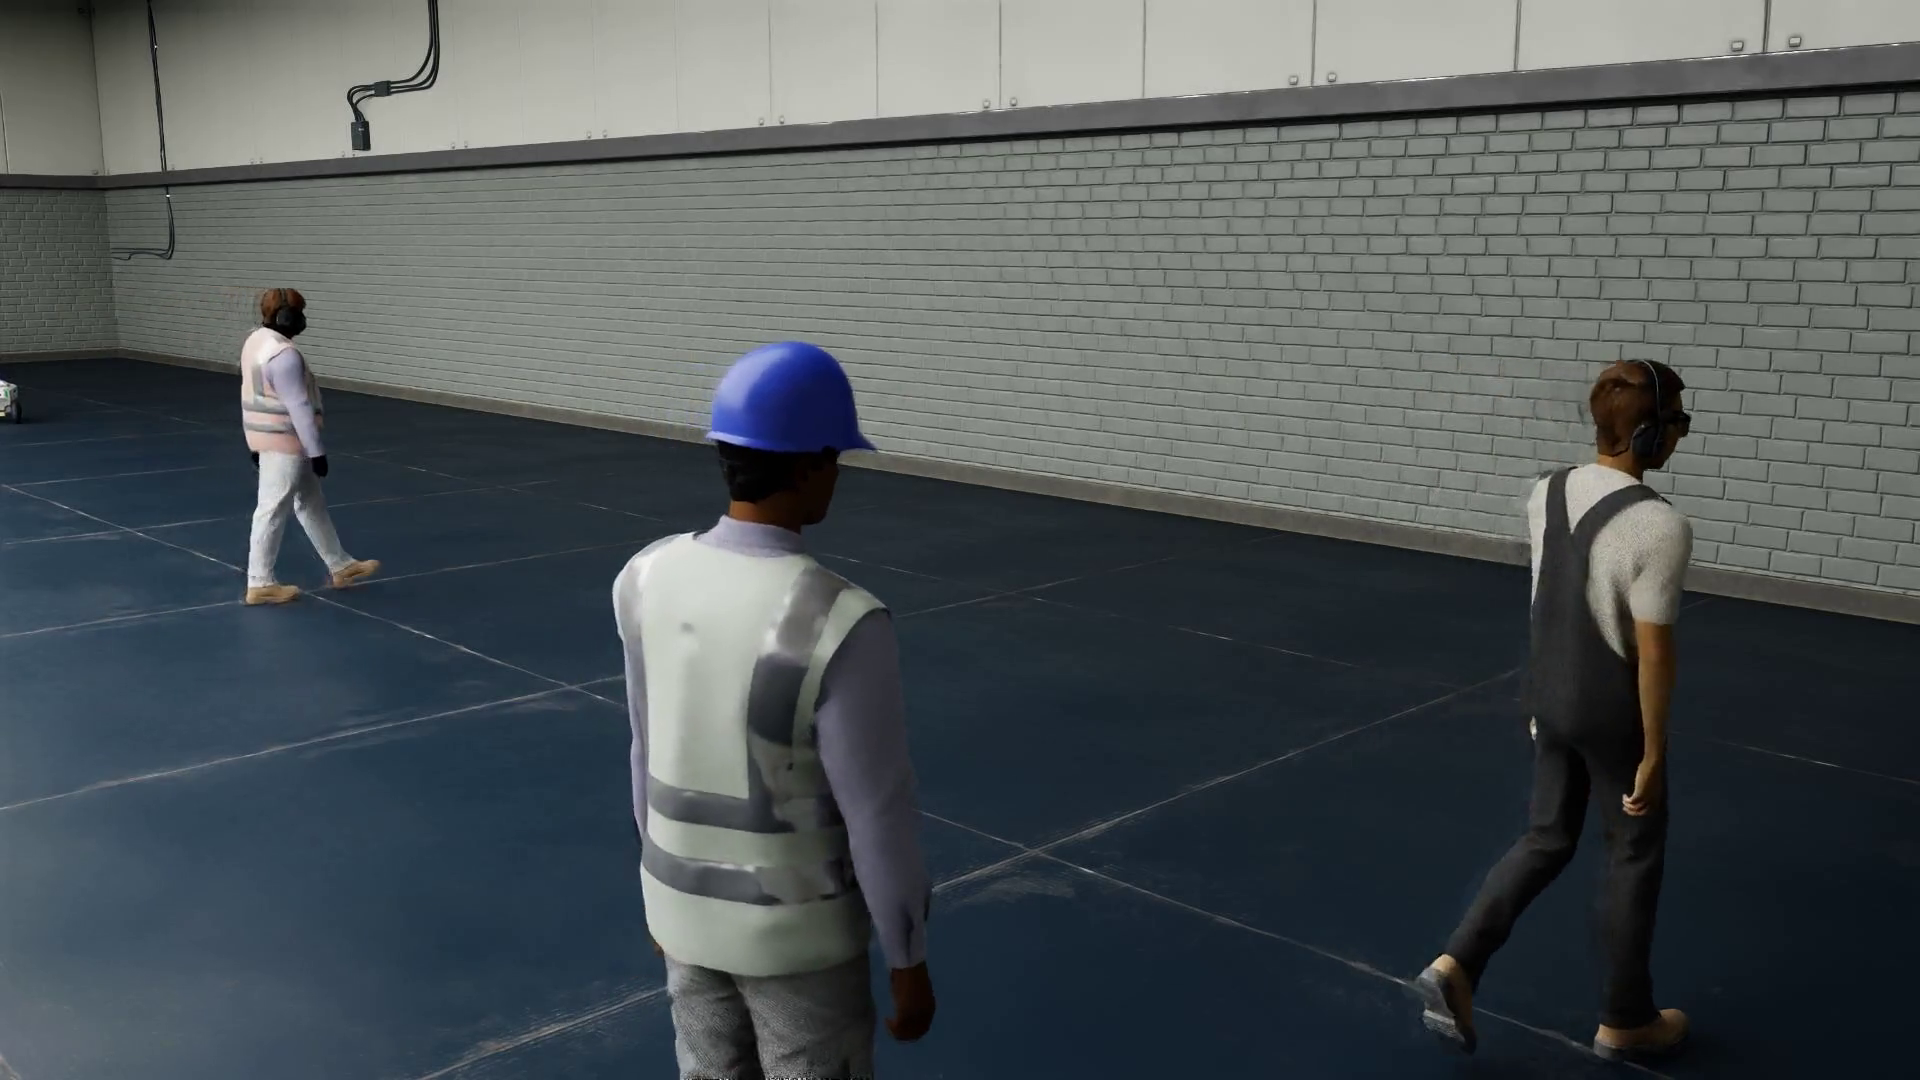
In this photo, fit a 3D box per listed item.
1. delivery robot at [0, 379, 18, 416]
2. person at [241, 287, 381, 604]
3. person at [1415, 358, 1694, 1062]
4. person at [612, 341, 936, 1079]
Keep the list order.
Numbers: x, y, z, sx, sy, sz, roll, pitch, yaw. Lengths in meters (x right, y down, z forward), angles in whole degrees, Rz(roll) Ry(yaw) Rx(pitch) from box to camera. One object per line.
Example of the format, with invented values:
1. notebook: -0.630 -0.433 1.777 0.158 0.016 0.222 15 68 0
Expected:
1. delivery robot: -10.964 -1.649 18.933 0.477 0.478 0.707 -4 11 -22
2. person: -3.793 -0.554 9.679 0.883 1.804 0.661 -7 12 -33
3. person: 1.546 0.455 4.162 0.737 1.824 0.528 -5 11 -24
4. person: -0.320 0.631 2.865 0.627 1.938 0.413 8 13 38
